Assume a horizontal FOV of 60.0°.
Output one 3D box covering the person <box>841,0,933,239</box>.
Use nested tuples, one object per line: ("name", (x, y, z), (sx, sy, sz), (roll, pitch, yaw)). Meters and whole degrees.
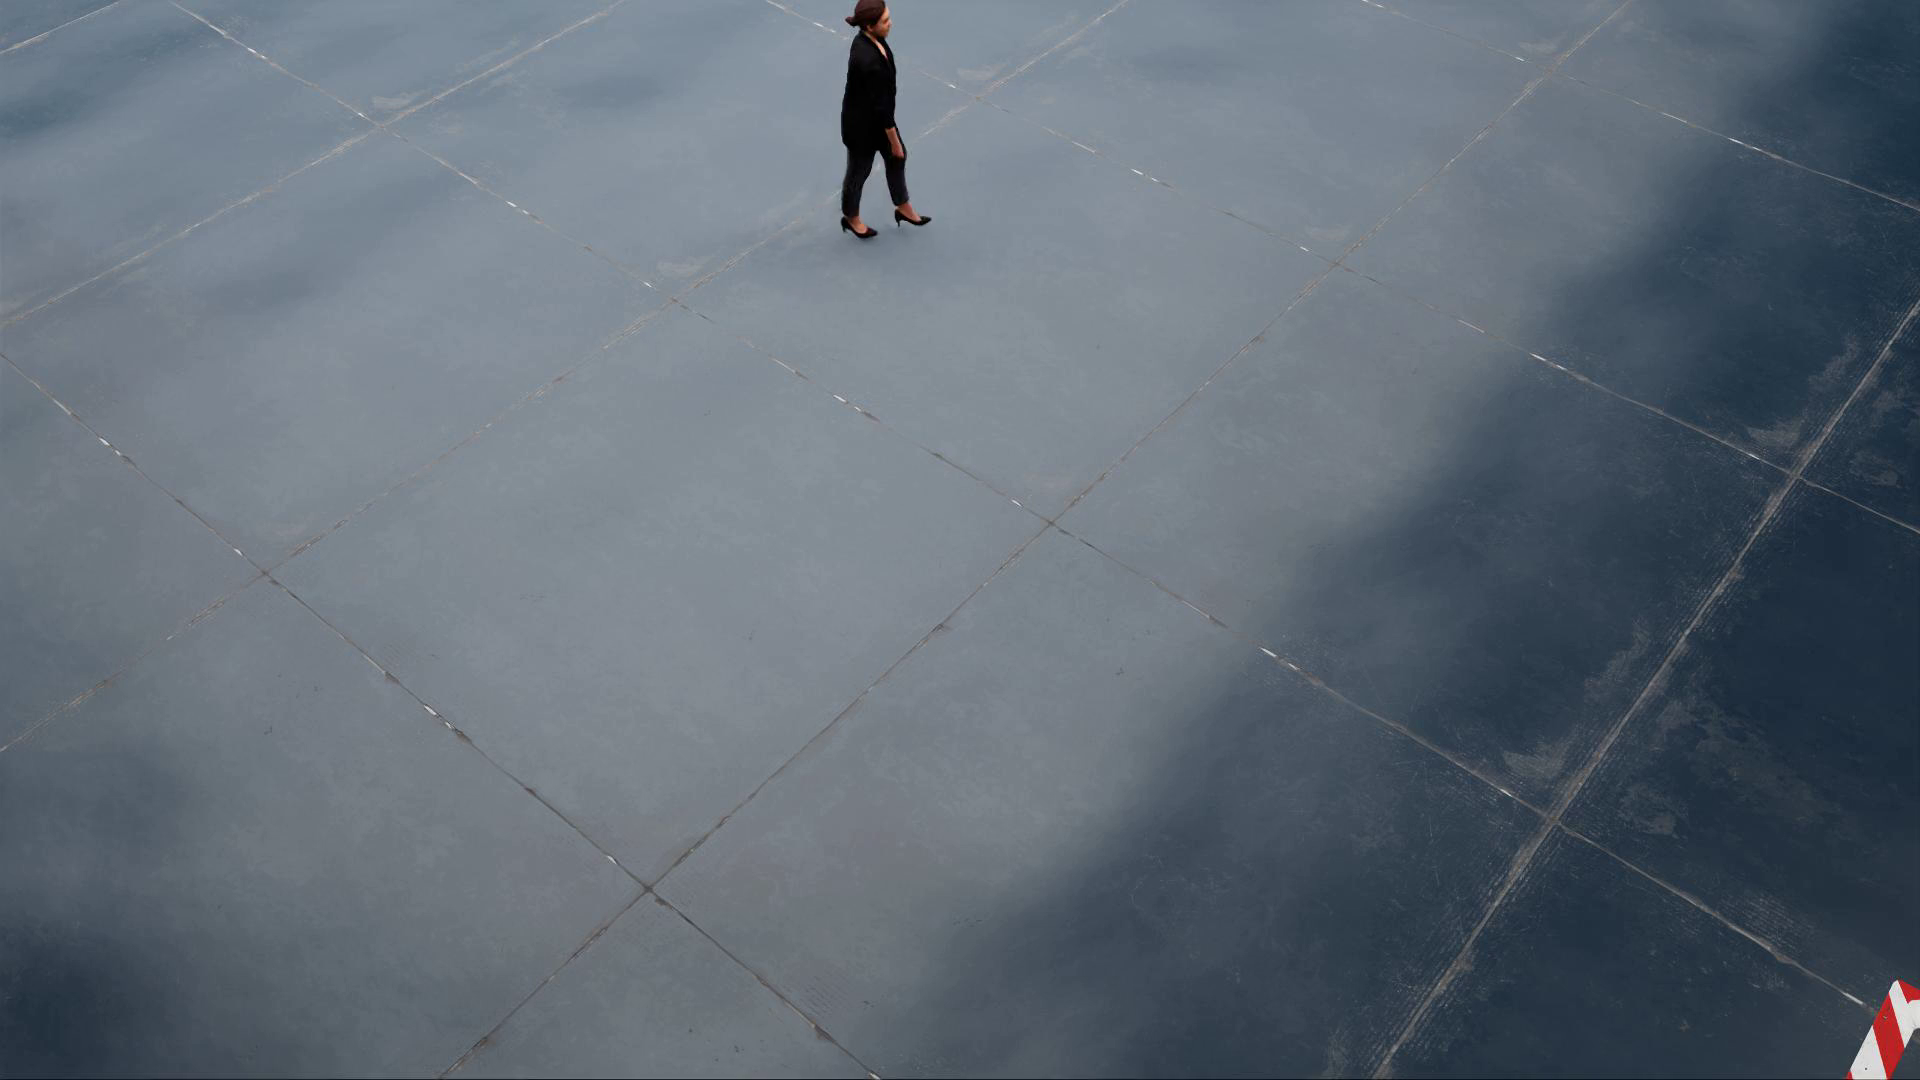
("person", (-0.648, -2.558, 10.273), (0.984, 1.698, 0.917), (-1, 47, -1))
